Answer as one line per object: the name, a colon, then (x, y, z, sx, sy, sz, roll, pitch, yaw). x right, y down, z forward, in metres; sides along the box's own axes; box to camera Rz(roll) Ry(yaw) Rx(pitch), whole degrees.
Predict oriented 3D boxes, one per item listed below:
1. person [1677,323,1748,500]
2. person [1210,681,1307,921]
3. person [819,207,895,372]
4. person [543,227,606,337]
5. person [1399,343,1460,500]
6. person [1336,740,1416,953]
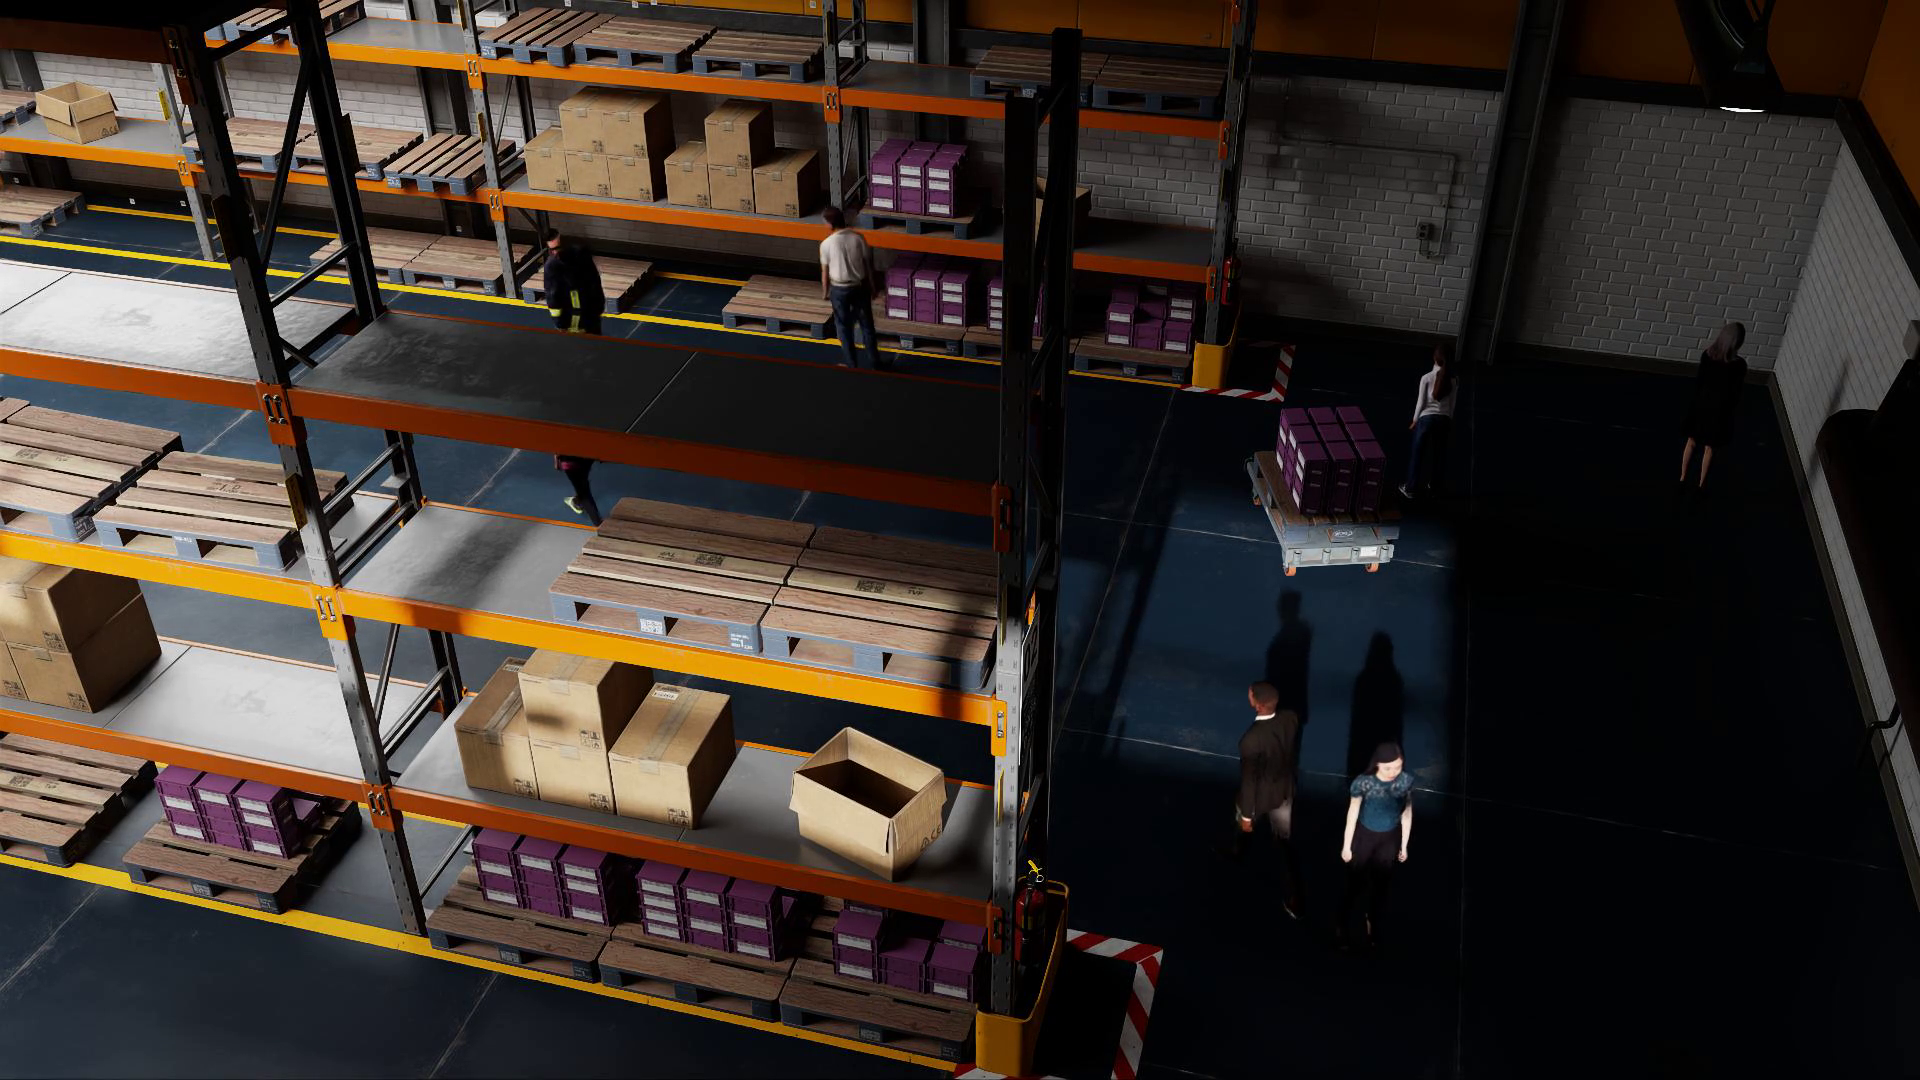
person: (6.830, -1.171, 15.104, 0.756, 1.748, 0.665, -27, 42, -35)
person: (2.045, 1.700, 10.780, 1.204, 1.751, 1.286, -18, 37, -24)
person: (-1.089, -2.516, 17.072, 0.847, 1.809, 1.033, -1, 34, -2)
person: (-3.834, -2.349, 16.813, 0.912, 1.817, 0.919, 15, 37, 22)
person: (4.305, -1.083, 15.142, 0.544, 1.558, 0.652, -1, 34, -1)
person: (2.601, 1.900, 10.500, 0.579, 1.729, 0.702, -5, 34, -7)
